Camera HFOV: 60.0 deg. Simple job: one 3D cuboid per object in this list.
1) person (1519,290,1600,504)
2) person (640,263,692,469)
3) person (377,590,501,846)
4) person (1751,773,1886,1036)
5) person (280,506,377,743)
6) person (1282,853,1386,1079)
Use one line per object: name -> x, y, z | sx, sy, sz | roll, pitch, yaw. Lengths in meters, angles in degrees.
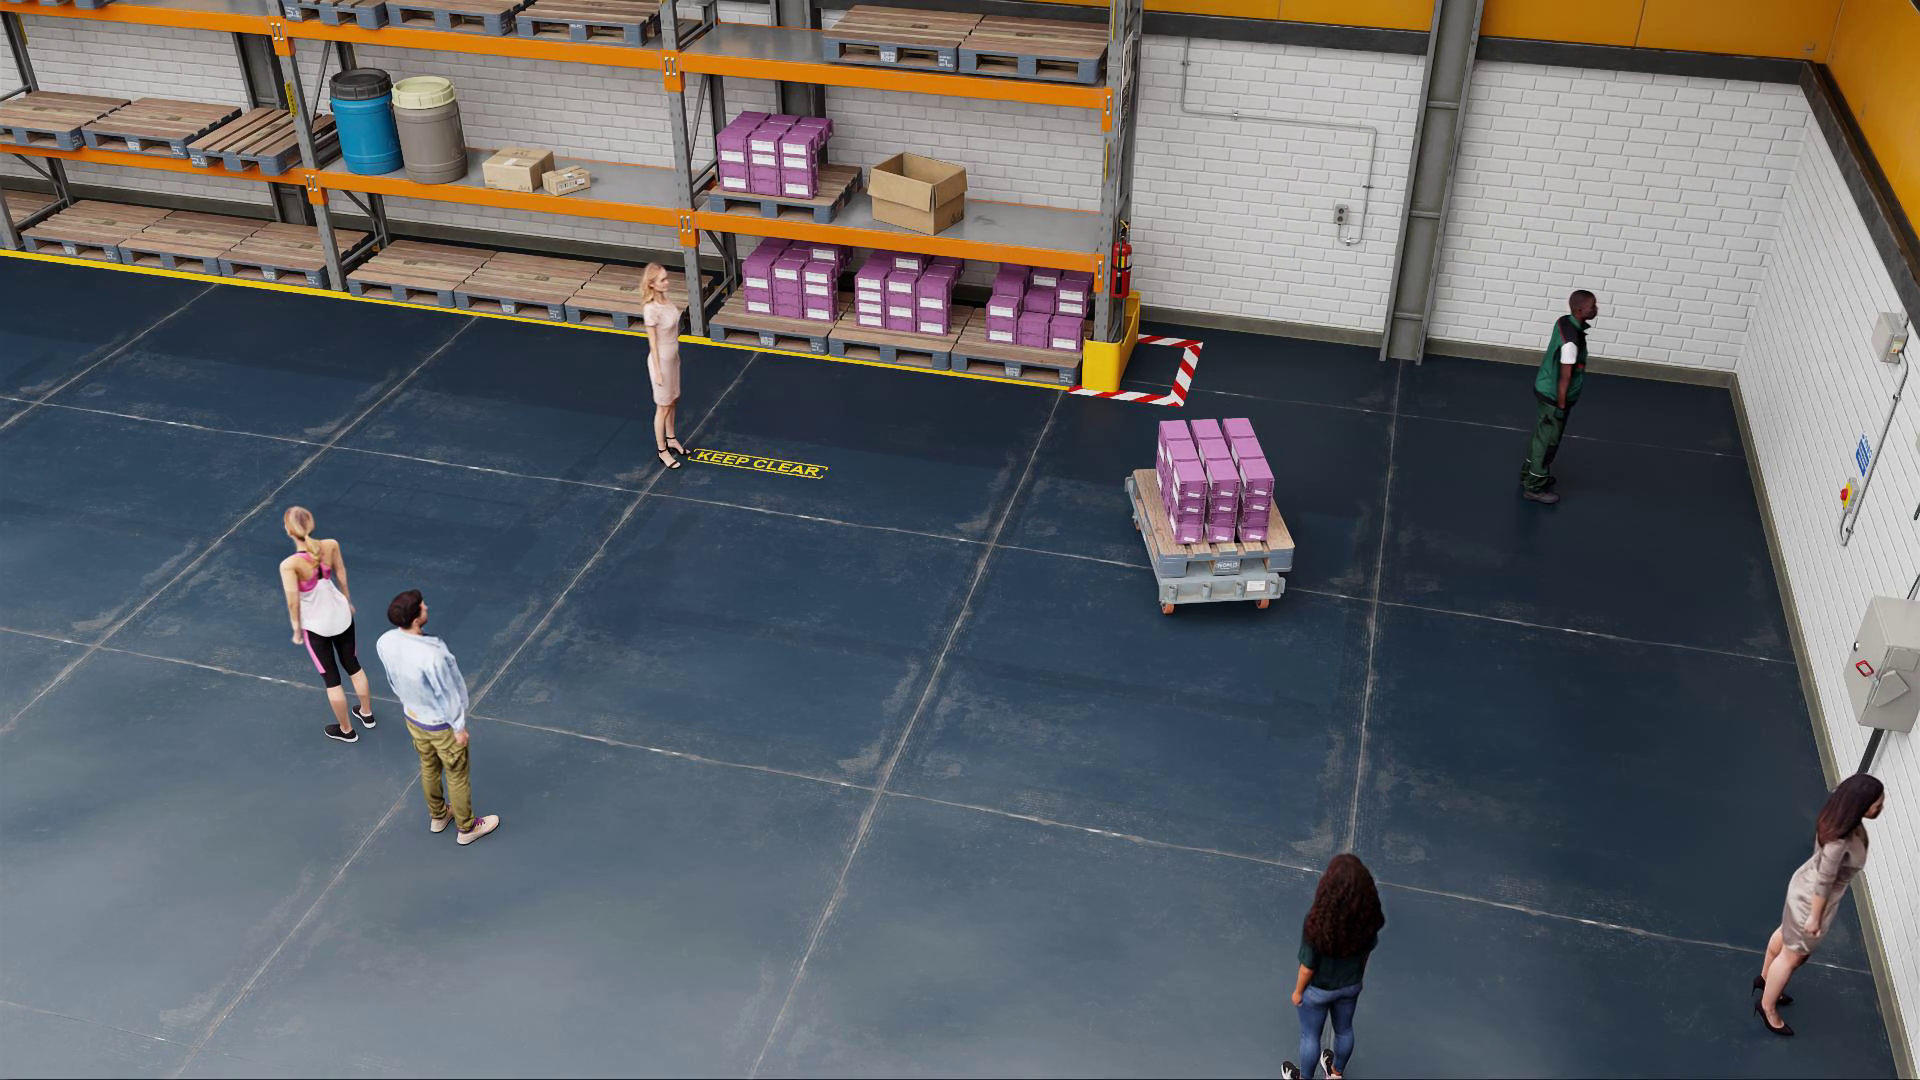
person -> 4.828, -1.179, 13.432 | 0.584, 1.838, 0.679 | 7, 34, 10
person -> -2.471, -1.468, 13.875 | 0.480, 1.829, 0.570 | 8, 35, 12
person -> -3.189, 1.073, 10.068 | 0.614, 1.812, 0.798 | 19, 38, 26
person -> 4.554, 1.913, 8.864 | 0.577, 1.745, 0.628 | 16, 37, 22
person -> -4.140, 0.549, 10.878 | 0.630, 1.788, 0.670 | 20, 39, 27
person -> 1.895, 2.240, 8.488 | 0.671, 1.616, 0.761 | -8, 34, -12
